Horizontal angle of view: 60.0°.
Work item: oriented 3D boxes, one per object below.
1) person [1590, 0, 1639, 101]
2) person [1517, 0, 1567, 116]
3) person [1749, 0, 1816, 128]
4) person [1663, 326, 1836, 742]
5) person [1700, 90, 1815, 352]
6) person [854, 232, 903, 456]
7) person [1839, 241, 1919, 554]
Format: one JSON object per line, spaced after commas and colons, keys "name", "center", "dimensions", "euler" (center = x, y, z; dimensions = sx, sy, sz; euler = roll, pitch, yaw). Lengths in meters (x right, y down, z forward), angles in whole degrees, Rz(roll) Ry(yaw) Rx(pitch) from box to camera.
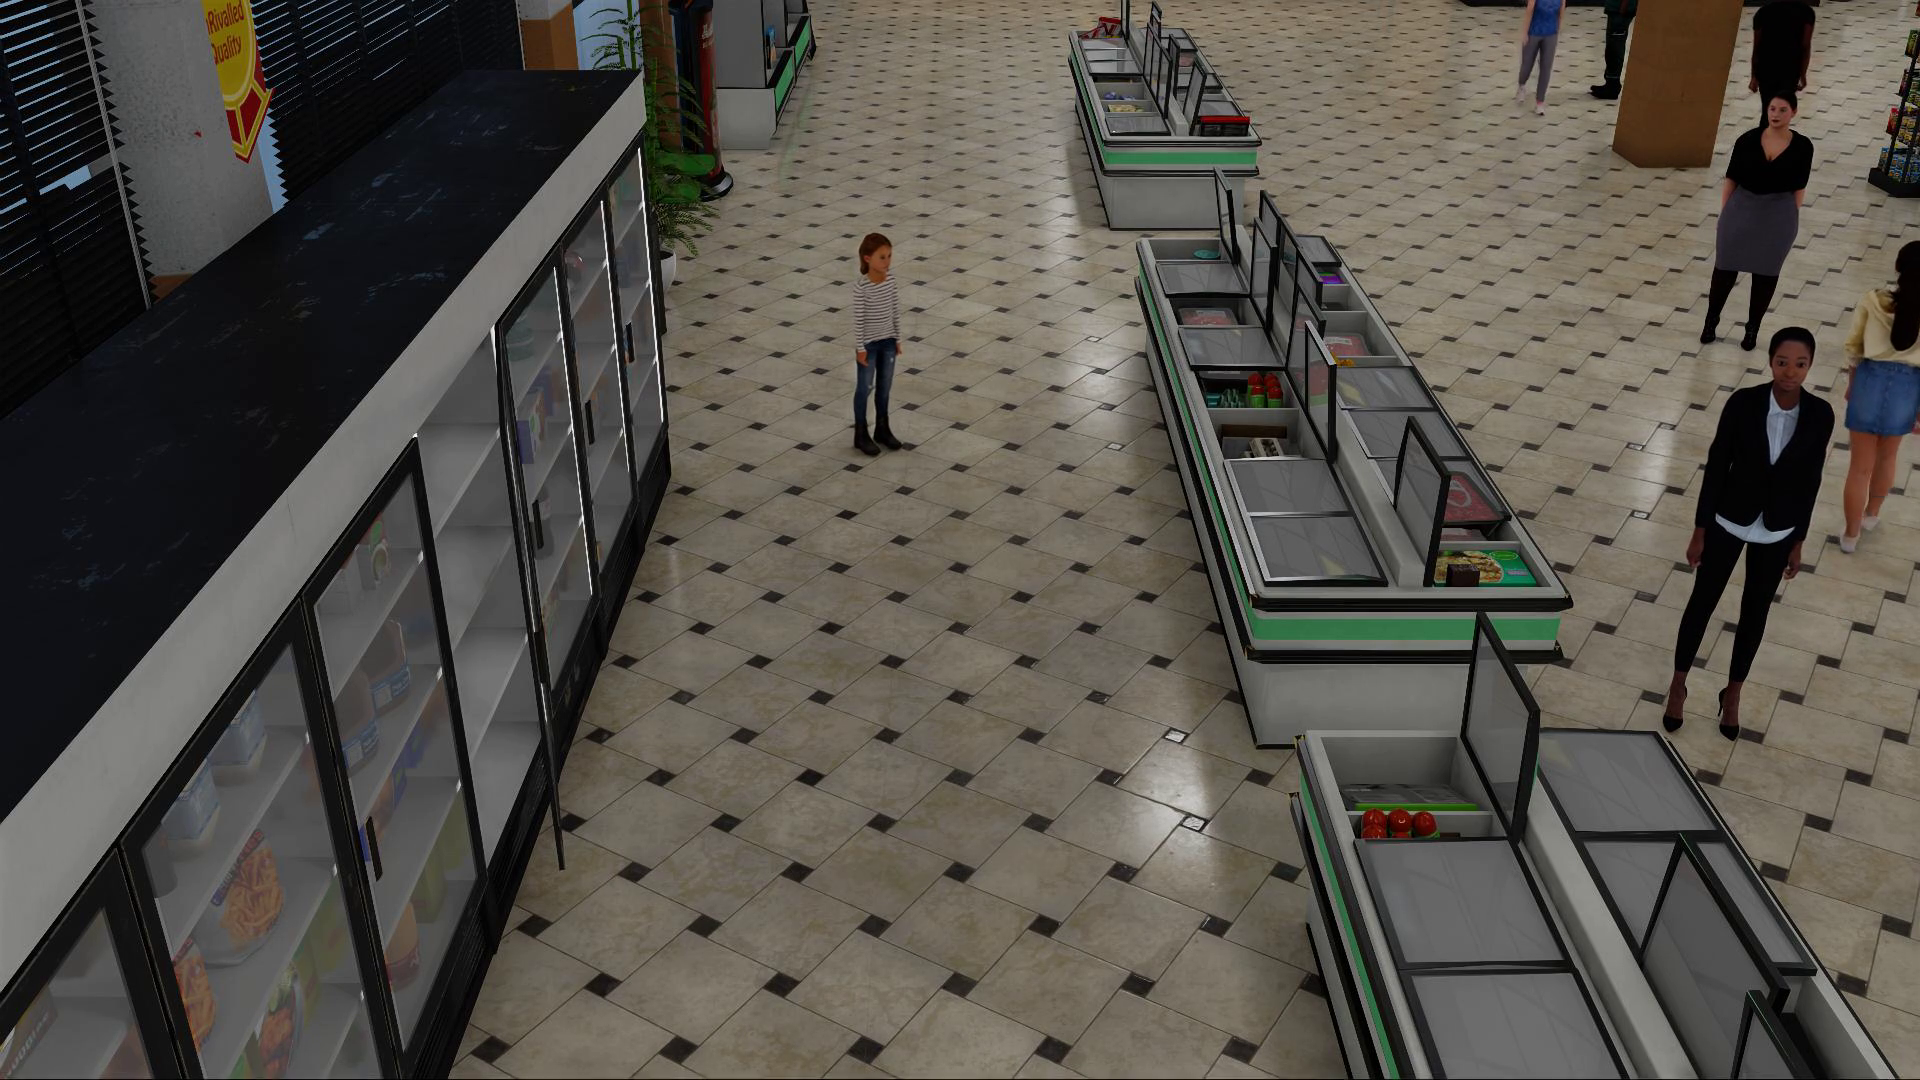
{"name": "person", "center": [7.279, -5.816, 18.333], "dimensions": [0.815, 1.837, 0.645], "euler": [9, 28, 16]}
{"name": "person", "center": [6.178, -5.379, 17.749], "dimensions": [0.641, 1.588, 1.020], "euler": [3, 27, 6]}
{"name": "person", "center": [7.462, -4.227, 15.259], "dimensions": [1.088, 1.785, 1.177], "euler": [23, 35, 38]}
{"name": "person", "center": [3.256, -0.004, 6.876], "dimensions": [0.649, 1.834, 0.614], "euler": [8, 28, 15]}
{"name": "person", "center": [5.367, -2.145, 11.183], "dimensions": [0.777, 1.758, 0.795], "euler": [15, 30, 27]}
{"name": "person", "center": [-0.498, -1.150, 9.714], "dimensions": [0.558, 1.312, 0.609], "euler": [-19, 33, -33]}
{"name": "person", "center": [4.693, -0.688, 8.471], "dimensions": [0.791, 1.612, 0.867], "euler": [12, 29, 23]}
